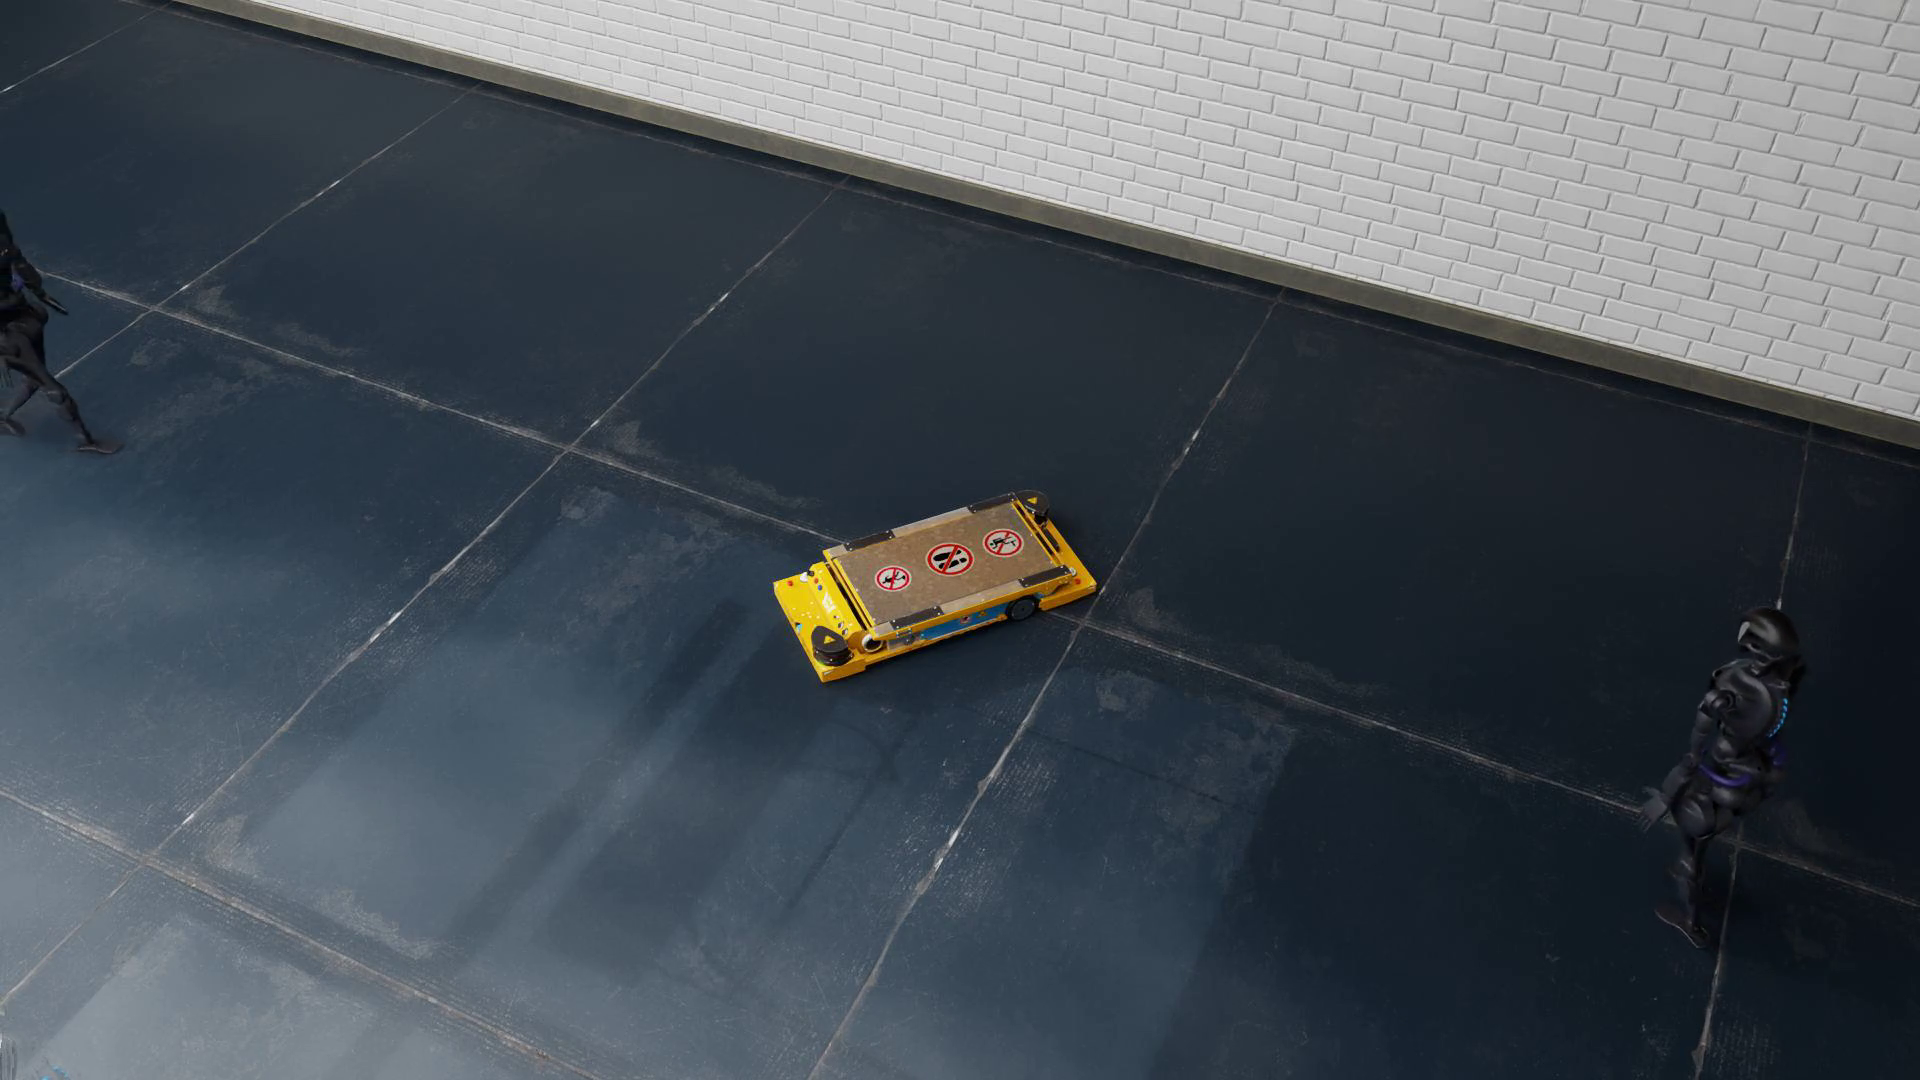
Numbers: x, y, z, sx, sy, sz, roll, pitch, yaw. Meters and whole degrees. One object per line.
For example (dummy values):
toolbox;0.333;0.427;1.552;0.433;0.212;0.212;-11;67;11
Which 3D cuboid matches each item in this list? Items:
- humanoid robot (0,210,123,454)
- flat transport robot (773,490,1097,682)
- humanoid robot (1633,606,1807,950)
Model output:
humanoid robot;-4.887;-1.122;8.471;0.722;1.653;0.613;2;43;2
flat transport robot;-0.120;0.201;8.038;1.431;0.231;0.659;-17;46;-18
humanoid robot;2.888;0.924;6.233;0.601;1.639;0.440;-21;47;-21
